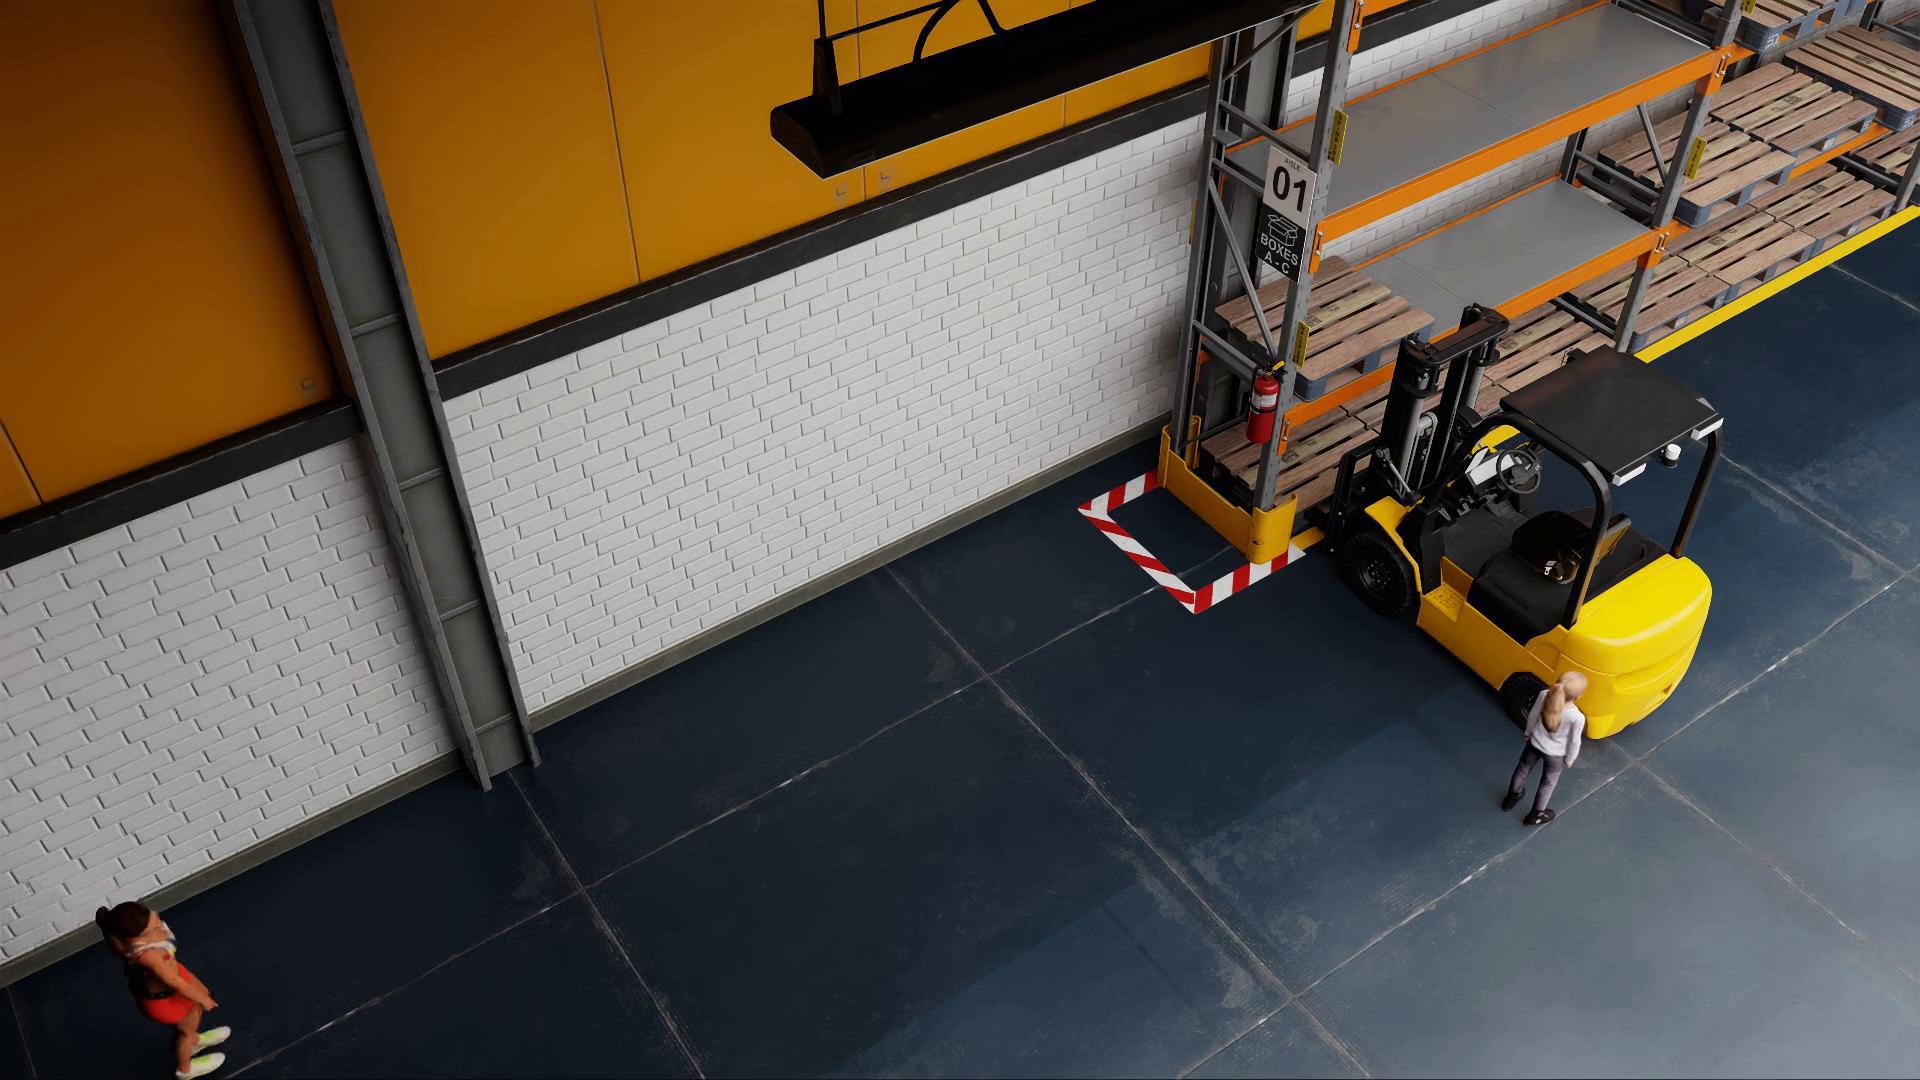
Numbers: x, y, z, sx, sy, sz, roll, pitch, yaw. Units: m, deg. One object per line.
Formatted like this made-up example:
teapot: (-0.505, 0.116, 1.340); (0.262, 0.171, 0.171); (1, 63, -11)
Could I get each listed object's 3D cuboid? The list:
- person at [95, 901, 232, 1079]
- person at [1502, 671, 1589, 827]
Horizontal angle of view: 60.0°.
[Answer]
person: (-4.127, 2.321, 8.527); (0.688, 1.734, 0.604); (27, 50, 25)
person: (3.531, 1.235, 9.997); (0.497, 1.279, 0.500); (-29, 51, -27)
